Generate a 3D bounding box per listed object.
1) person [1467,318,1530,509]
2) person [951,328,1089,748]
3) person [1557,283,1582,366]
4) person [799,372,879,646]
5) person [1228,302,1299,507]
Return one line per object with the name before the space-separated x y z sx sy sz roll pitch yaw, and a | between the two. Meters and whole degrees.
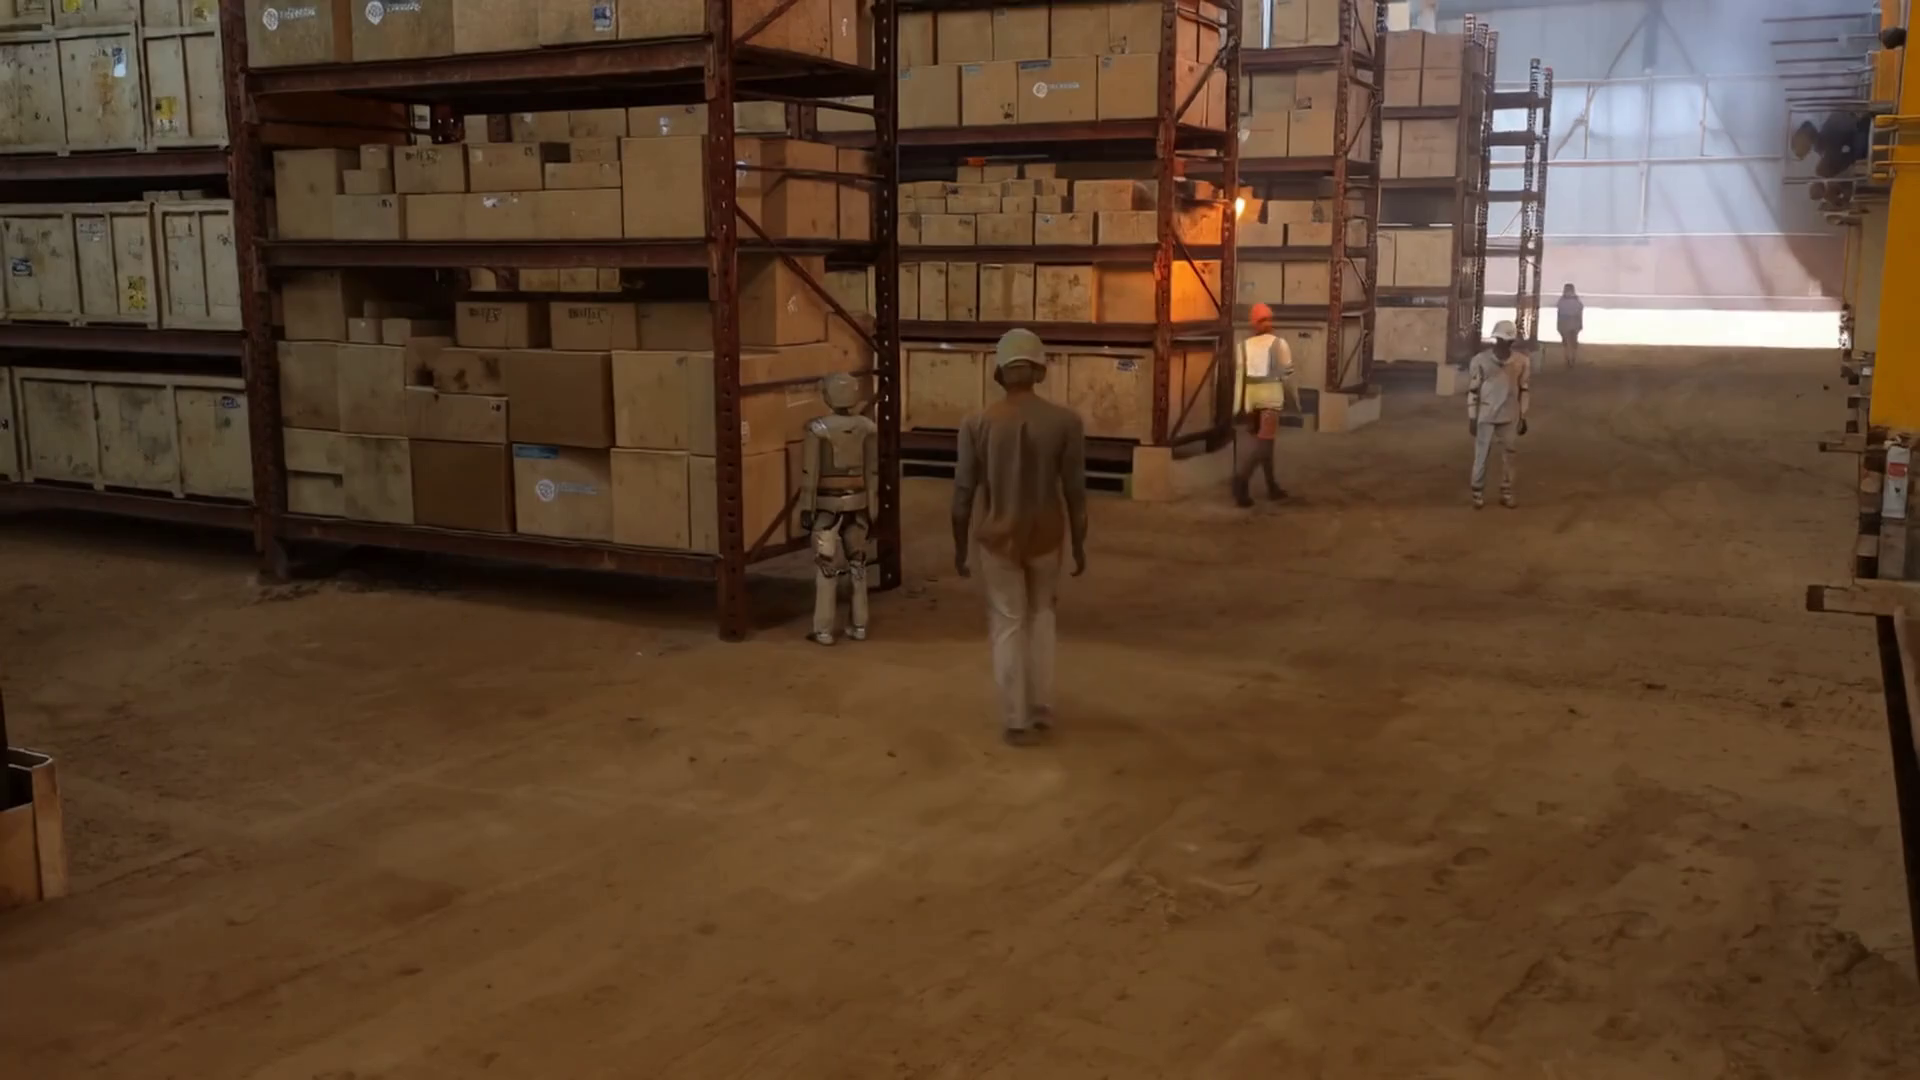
person | 4.913 -1.147 15.172 0.566 1.744 0.350 0 10 0
person | 0.267 -0.025 7.991 0.646 1.975 0.672 -1 10 -8
person | 12.559 -4.433 34.274 0.522 1.713 0.474 3 10 15
person | -0.711 -0.183 9.922 0.526 1.631 0.321 -7 12 -33
person | 2.771 -1.259 15.436 0.901 1.884 0.578 -9 13 -42
